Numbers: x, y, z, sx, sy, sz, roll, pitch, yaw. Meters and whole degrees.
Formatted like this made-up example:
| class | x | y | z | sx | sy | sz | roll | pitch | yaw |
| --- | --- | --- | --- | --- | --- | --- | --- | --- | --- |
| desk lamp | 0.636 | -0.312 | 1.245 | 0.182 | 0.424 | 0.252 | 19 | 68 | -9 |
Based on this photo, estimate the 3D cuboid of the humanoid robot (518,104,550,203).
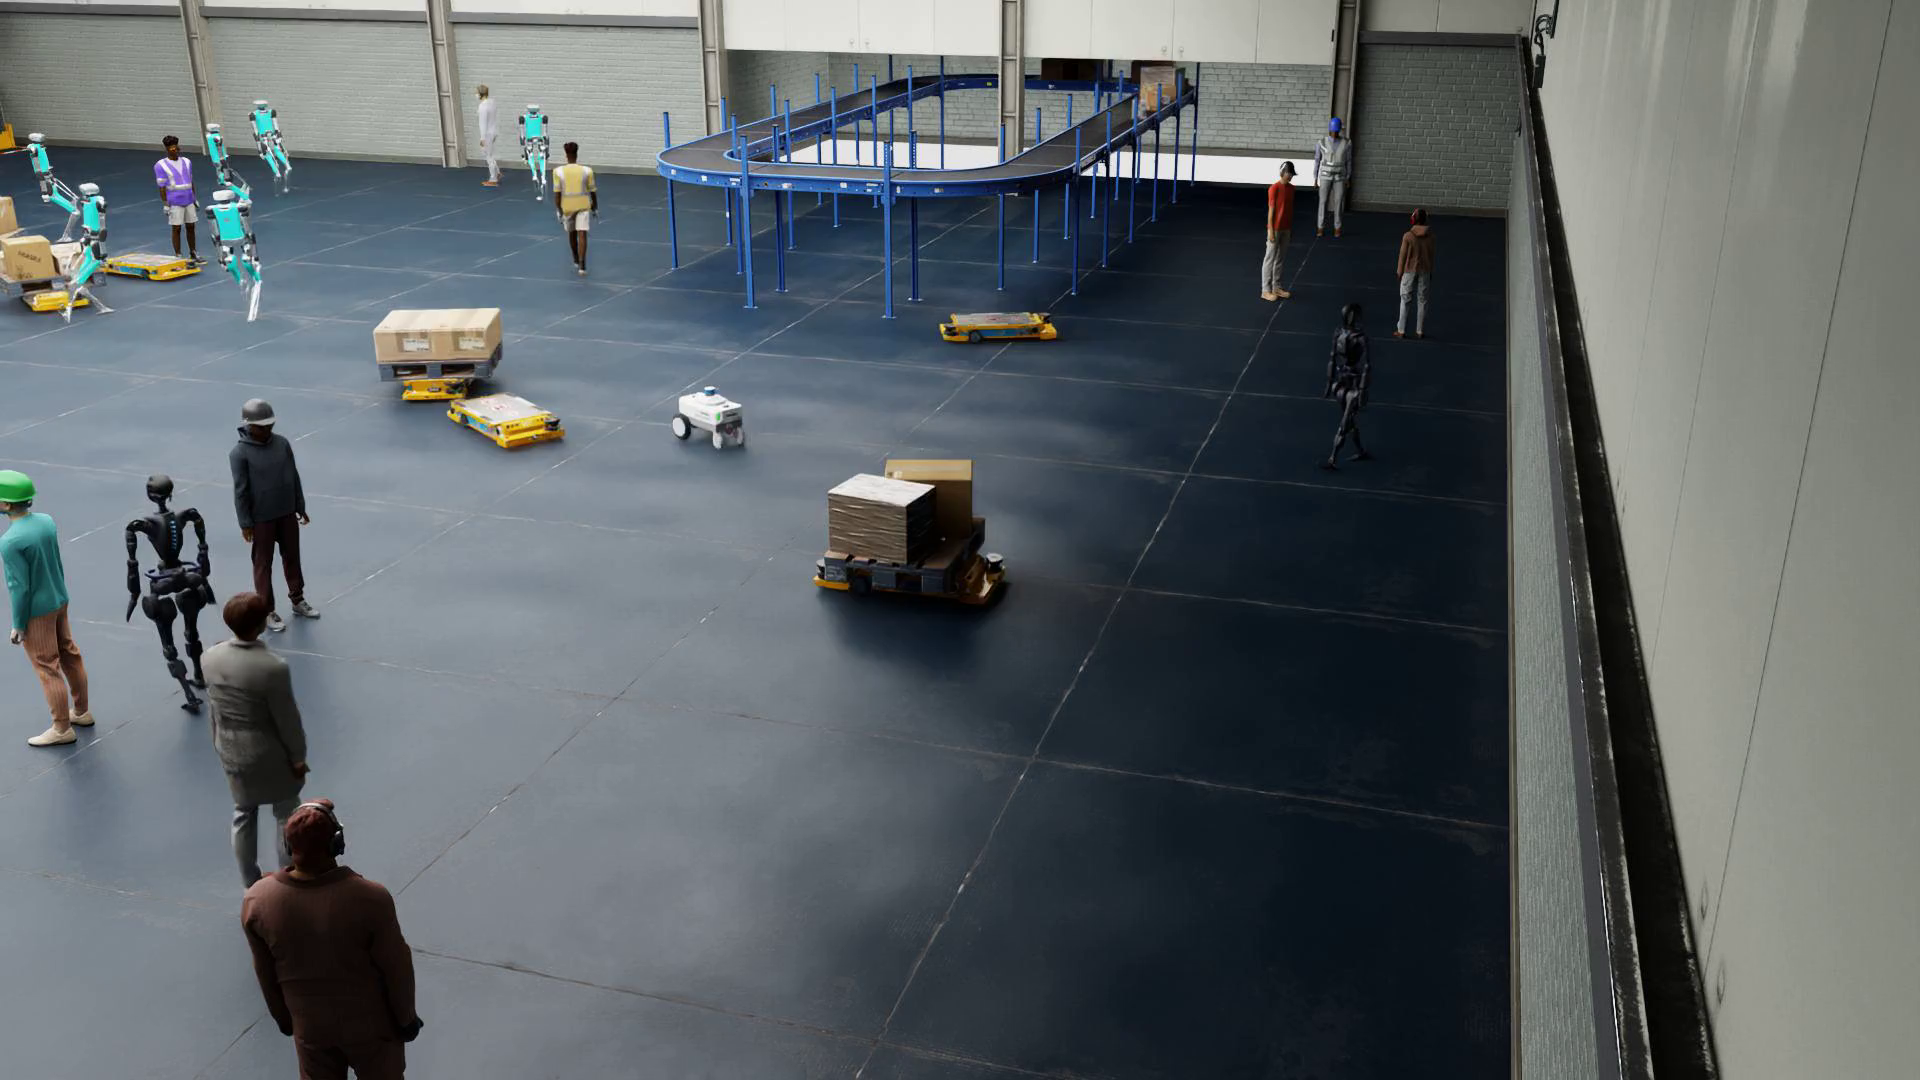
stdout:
| class | x | y | z | sx | sy | sz | roll | pitch | yaw |
| --- | --- | --- | --- | --- | --- | --- | --- | --- | --- |
| humanoid robot | -7.656 | -6.922 | 30.228 | 0.552 | 1.891 | 0.741 | -10 | 23 | -25 |

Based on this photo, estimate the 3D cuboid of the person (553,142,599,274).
| class | x | y | z | sx | sy | sz | roll | pitch | yaw |
| --- | --- | --- | --- | --- | --- | --- | --- | --- | --- |
| person | -5.709 | -4.956 | 24.761 | 0.616 | 1.912 | 1.027 | -4 | 21 | -10 |

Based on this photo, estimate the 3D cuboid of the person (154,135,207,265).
| class | x | y | z | sx | sy | sz | roll | pitch | yaw |
| --- | --- | --- | --- | --- | --- | --- | --- | --- | --- |
| person | -11.745 | -5.103 | 25.055 | 0.361 | 1.963 | 0.613 | 11 | 24 | 27 |

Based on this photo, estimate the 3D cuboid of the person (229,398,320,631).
| class | x | y | z | sx | sy | sz | roll | pitch | yaw |
| --- | --- | --- | --- | --- | --- | --- | --- | --- | --- |
| person | -5.203 | -0.209 | 12.586 | 0.380 | 1.805 | 0.552 | 15 | 26 | 34 |

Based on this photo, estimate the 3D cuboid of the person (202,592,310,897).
| class | x | y | z | sx | sy | sz | roll | pitch | yaw |
| --- | --- | --- | --- | --- | --- | --- | --- | --- | --- |
| person | -3.797 | 1.158 | 9.041 | 0.510 | 1.822 | 0.382 | 5 | 22 | 13 |

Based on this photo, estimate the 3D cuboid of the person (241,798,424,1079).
| class | x | y | z | sx | sy | sz | roll | pitch | yaw |
| --- | --- | --- | --- | --- | --- | --- | --- | --- | --- |
| person | -2.548 | 1.933 | 6.894 | 0.640 | 1.905 | 0.413 | 1 | 21 | 2 |

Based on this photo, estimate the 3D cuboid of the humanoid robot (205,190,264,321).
| class | x | y | z | sx | sy | sz | roll | pitch | yaw |
| --- | --- | --- | --- | --- | --- | --- | --- | --- | --- |
| humanoid robot | -9.437 | -3.703 | 21.881 | 0.557 | 1.879 | 0.802 | -2 | 21 | -6 |

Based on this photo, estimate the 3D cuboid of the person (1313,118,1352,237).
| class | x | y | z | sx | sy | sz | roll | pitch | yaw |
| --- | --- | --- | --- | --- | --- | --- | --- | --- | --- |
| person | 6.116 | -5.960 | 27.330 | 0.622 | 1.932 | 0.416 | 2 | 21 | 4 |

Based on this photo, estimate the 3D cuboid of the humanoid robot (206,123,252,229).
| class | x | y | z | sx | sy | sz | roll | pitch | yaw |
| --- | --- | --- | --- | --- | --- | --- | --- | --- | --- |
| humanoid robot | -12.220 | -6.136 | 27.980 | 0.675 | 1.744 | 0.537 | -16 | 26 | -36 |

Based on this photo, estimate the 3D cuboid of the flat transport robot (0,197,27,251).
| class | x | y | z | sx | sy | sz | roll | pitch | yaw |
| --- | --- | --- | --- | --- | --- | --- | --- | --- | --- |
| flat transport robot | -15.083 | -4.371 | 25.515 | 0.659 | 0.231 | 1.431 | -3 | 21 | -8 |

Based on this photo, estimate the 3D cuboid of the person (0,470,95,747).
| class | x | y | z | sx | sy | sz | roll | pitch | yaw |
| --- | --- | --- | --- | --- | --- | --- | --- | --- | --- |
| person | -5.989 | 0.435 | 10.813 | 0.349 | 1.879 | 0.510 | 1 | 21 | 3 |

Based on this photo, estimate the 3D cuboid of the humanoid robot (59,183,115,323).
| class | x | y | z | sx | sy | sz | roll | pitch | yaw |
| --- | --- | --- | --- | --- | --- | --- | --- | --- | --- |
| humanoid robot | -11.648 | -3.749 | 21.904 | 0.559 | 1.799 | 0.932 | 16 | 26 | 36 |

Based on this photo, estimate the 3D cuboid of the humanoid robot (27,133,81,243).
| class | x | y | z | sx | sy | sz | roll | pitch | yaw |
| --- | --- | --- | --- | --- | --- | --- | --- | --- | --- |
| humanoid robot | -14.480 | -5.666 | 26.750 | 0.688 | 1.742 | 0.530 | -5 | 22 | -14 |

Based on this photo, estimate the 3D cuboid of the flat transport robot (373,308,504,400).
| class | x | y | z | sx | sy | sz | roll | pitch | yaw |
| --- | --- | --- | --- | --- | --- | --- | --- | --- | --- |
| flat transport robot | -5.896 | -1.877 | 19.047 | 0.659 | 0.231 | 1.431 | -2 | 21 | -5 |

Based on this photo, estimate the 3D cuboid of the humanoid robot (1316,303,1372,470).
| class | x | y | z | sx | sy | sz | roll | pitch | yaw |
| --- | --- | --- | --- | --- | --- | --- | --- | --- | --- |
| humanoid robot | 3.781 | -1.506 | 16.184 | 0.762 | 1.626 | 0.610 | -11 | 24 | -26 |

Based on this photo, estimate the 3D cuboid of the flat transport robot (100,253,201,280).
| class | x | y | z | sx | sy | sz | roll | pitch | yaw |
| --- | --- | --- | --- | --- | --- | --- | --- | --- | --- |
| flat transport robot | -12.074 | -4.065 | 24.720 | 1.431 | 0.231 | 0.659 | 10 | 23 | 24 |

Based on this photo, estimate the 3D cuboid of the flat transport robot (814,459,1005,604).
| class | x | y | z | sx | sy | sz | roll | pitch | yaw |
| --- | --- | --- | --- | --- | --- | --- | --- | --- | --- |
| flat transport robot | -0.408 | 0.258 | 13.509 | 1.431 | 0.231 | 0.659 | 6 | 22 | 15 |

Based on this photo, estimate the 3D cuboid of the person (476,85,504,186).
| class | x | y | z | sx | sy | sz | roll | pitch | yaw |
| --- | --- | --- | --- | --- | --- | --- | --- | --- | --- |
| person | -9.135 | -7.798 | 32.095 | 0.451 | 1.928 | 0.650 | 1 | 21 | 3 |

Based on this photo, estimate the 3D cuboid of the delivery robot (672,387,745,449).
| class | x | y | z | sx | sy | sz | roll | pitch | yaw |
| --- | --- | --- | --- | --- | --- | --- | --- | --- | --- |
| delivery robot | -2.564 | -1.279 | 17.086 | 0.787 | 0.587 | 0.499 | 20 | 28 | 41 |

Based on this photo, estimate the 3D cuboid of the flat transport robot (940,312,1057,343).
| class | x | y | z | sx | sy | sz | roll | pitch | yaw |
| --- | --- | --- | --- | --- | --- | --- | --- | --- | --- |
| flat transport robot | 0.481 | -2.712 | 21.212 | 1.431 | 0.231 | 0.659 | -2 | 21 | -6 |

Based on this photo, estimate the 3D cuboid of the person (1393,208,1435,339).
| class | x | y | z | sx | sy | sz | roll | pitch | yaw |
| --- | --- | --- | --- | --- | --- | --- | --- | --- | --- |
| person | 5.737 | -3.346 | 20.943 | 0.463 | 1.648 | 0.326 | -1 | 21 | -2 |

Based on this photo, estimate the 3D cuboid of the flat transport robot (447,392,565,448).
| class | x | y | z | sx | sy | sz | roll | pitch | yaw |
| --- | --- | --- | --- | --- | --- | --- | --- | --- | --- |
| flat transport robot | -4.790 | -1.274 | 17.482 | 0.659 | 0.231 | 1.431 | -17 | 27 | -36 |

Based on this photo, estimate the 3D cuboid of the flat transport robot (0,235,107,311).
| class | x | y | z | sx | sy | sz | roll | pitch | yaw |
| --- | --- | --- | --- | --- | --- | --- | --- | --- | --- |
| flat transport robot | -12.580 | -3.427 | 23.066 | 0.659 | 0.231 | 1.431 | -16 | 26 | -36 |

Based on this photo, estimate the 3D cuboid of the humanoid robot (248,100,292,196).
| class | x | y | z | sx | sy | sz | roll | pitch | yaw |
| --- | --- | --- | --- | --- | --- | --- | --- | --- | --- |
| humanoid robot | -12.724 | -7.244 | 30.925 | 0.802 | 1.776 | 0.547 | 17 | 27 | 37 |

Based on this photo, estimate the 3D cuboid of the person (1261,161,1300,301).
| class | x | y | z | sx | sy | sz | roll | pitch | yaw |
| --- | --- | --- | --- | --- | --- | --- | --- | --- | --- |
| person | 4.457 | -4.284 | 23.014 | 0.476 | 1.908 | 0.416 | -17 | 27 | -37 |

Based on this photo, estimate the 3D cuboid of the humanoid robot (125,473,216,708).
| class | x | y | z | sx | sy | sz | roll | pitch | yaw |
| --- | --- | --- | --- | --- | --- | --- | --- | --- | --- |
| humanoid robot | -5.397 | 0.344 | 11.373 | 0.598 | 1.655 | 0.590 | 17 | 27 | 37 |
